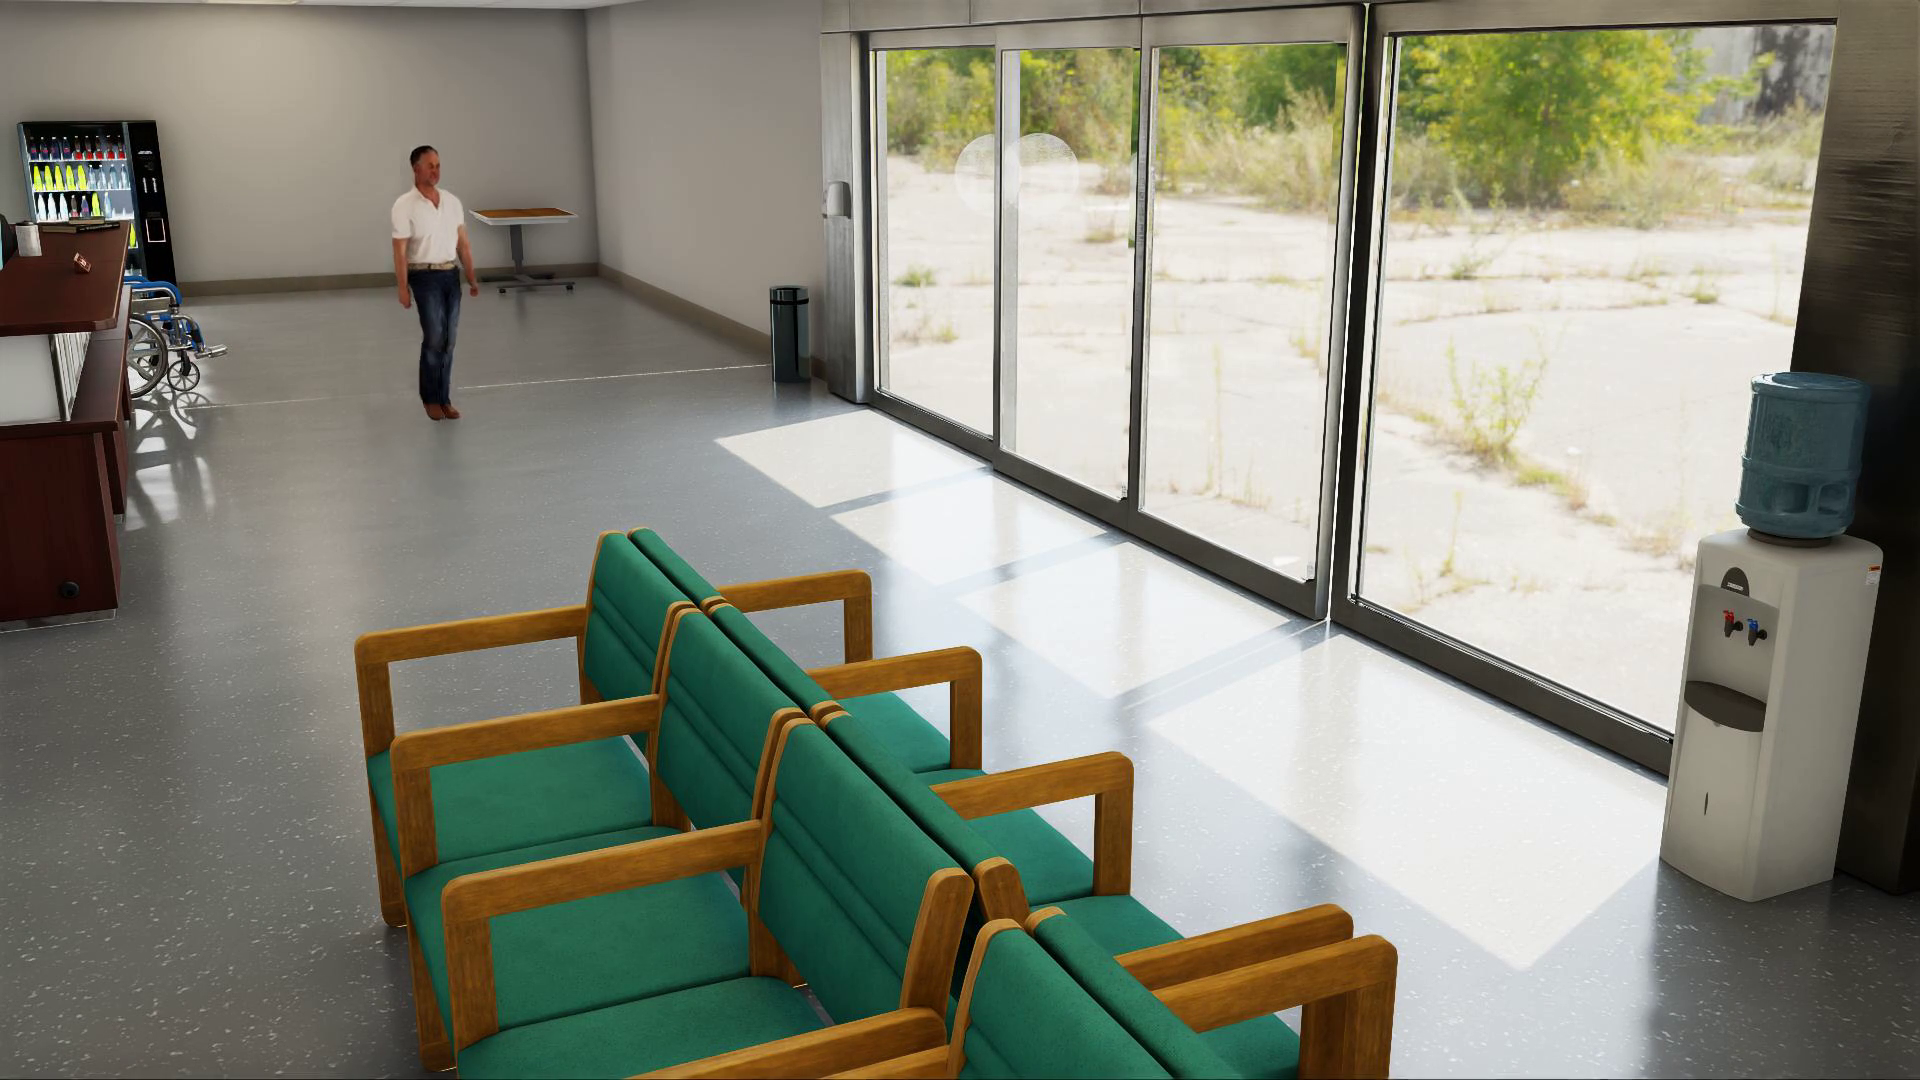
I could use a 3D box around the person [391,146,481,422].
[{"bbox_3d":[-3.624,-1.739,11.313,0.847,1.835,0.742,13,21,39],"label":"person"}]
